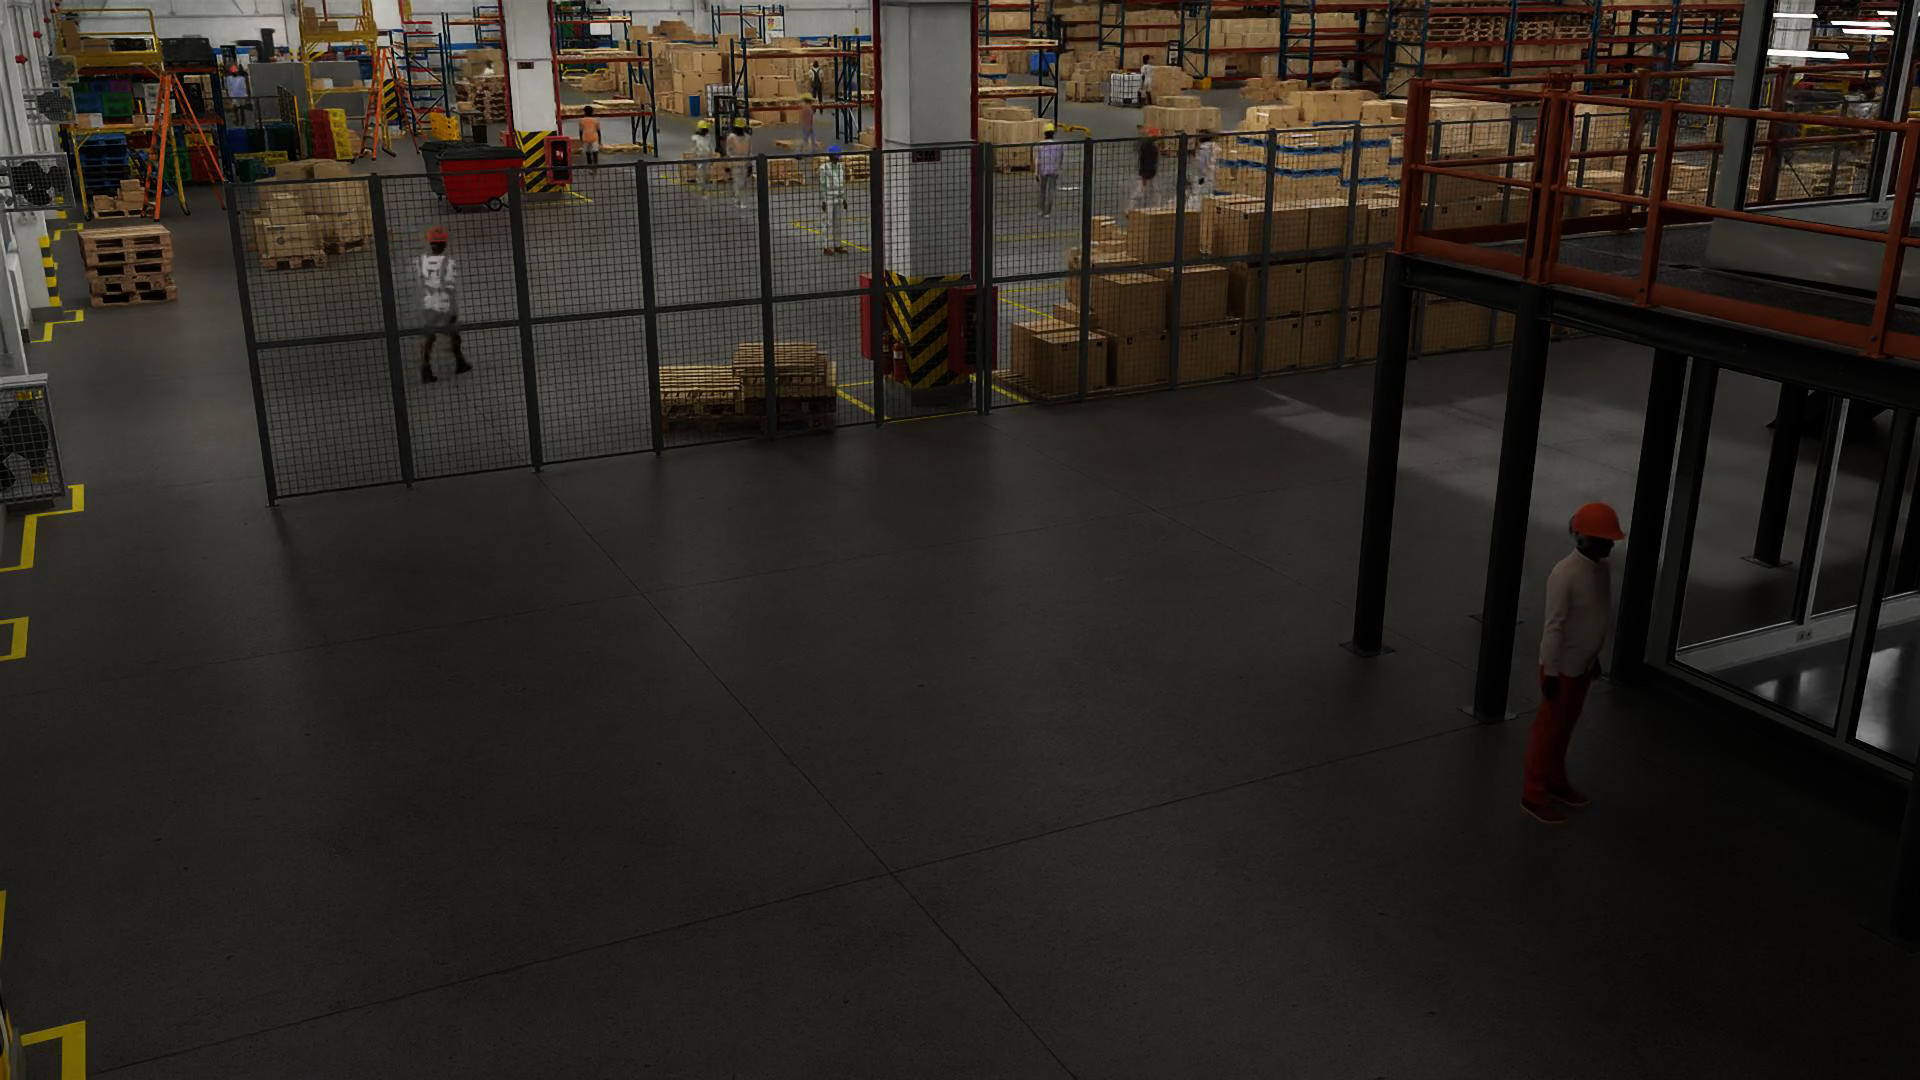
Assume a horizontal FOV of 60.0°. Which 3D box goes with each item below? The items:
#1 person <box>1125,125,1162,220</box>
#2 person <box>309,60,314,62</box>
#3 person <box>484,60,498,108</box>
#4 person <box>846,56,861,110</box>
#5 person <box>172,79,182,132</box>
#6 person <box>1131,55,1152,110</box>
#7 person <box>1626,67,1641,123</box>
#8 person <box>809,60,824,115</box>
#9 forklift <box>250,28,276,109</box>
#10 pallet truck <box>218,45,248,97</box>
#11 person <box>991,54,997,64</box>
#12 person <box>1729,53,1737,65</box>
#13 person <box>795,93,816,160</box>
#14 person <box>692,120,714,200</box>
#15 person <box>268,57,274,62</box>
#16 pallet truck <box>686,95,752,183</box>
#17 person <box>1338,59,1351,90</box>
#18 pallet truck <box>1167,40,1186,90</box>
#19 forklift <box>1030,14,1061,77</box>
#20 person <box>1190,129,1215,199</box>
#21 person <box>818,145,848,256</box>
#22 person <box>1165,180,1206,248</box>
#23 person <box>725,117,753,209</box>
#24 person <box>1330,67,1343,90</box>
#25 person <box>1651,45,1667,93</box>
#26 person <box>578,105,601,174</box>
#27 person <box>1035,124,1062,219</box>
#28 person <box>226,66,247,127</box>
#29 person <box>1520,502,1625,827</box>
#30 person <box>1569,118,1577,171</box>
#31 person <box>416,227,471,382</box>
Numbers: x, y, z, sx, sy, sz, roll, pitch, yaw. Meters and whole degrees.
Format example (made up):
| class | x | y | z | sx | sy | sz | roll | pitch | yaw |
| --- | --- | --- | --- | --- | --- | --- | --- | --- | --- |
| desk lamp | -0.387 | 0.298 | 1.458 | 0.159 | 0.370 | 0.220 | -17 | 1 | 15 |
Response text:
| class | x | y | z | sx | sy | sz | roll | pitch | yaw |
| --- | --- | --- | --- | --- | --- | --- | --- | --- | --- |
| person | 3.758 | -7.339 | 33.390 | 1.004 | 1.940 | 0.638 | 13 | 23 | 34 |
| person | -22.231 | -15.596 | 57.388 | 0.663 | 1.890 | 1.027 | 10 | 21 | 26 |
| person | -16.217 | -15.591 | 57.369 | 1.026 | 1.894 | 0.649 | 2 | 19 | 6 |
| person | -3.841 | -16.449 | 59.871 | 0.605 | 1.883 | 0.961 | -8 | 20 | -21 |
| person | -24.315 | -13.462 | 51.583 | 0.520 | 1.633 | 0.311 | 3 | 19 | 7 |
| person | 6.557 | -16.400 | 59.641 | 0.924 | 1.923 | 0.624 | 16 | 24 | 38 |
| person | 22.254 | -14.628 | 54.691 | 0.710 | 1.814 | 0.601 | -11 | 22 | -28 |
| person | -4.986 | -15.733 | 57.841 | 0.508 | 1.846 | 0.345 | -3 | 19 | -9 |
| forklift | -24.737 | -16.946 | 59.793 | 1.873 | 2.768 | 1.129 | -9 | 21 | -25 |
| pallet truck | -28.879 | -18.665 | 66.111 | 0.823 | 1.965 | 1.885 | -3 | 19 | -9 |
| person | 1.160 | -16.703 | 60.561 | 0.552 | 1.917 | 0.749 | -9 | 21 | -25 |
| person | 30.851 | -18.568 | 66.324 | 0.536 | 1.669 | 0.762 | -8 | 21 | -23 |
| person | -4.077 | -11.008 | 44.296 | 0.692 | 1.742 | 0.542 | -11 | 22 | -28 |
| person | -5.668 | -8.397 | 36.760 | 0.483 | 1.732 | 0.387 | -11 | 22 | -29 |
| person | -24.454 | -16.310 | 59.491 | 0.680 | 1.857 | 0.558 | -17 | 25 | -40 |
| pallet truck | -5.836 | -9.608 | 39.856 | 0.823 | 1.965 | 1.885 | 10 | 22 | 27 |
| person | 14.455 | -17.250 | 62.549 | 0.541 | 1.624 | 0.905 | -3 | 19 | -9 |
| pallet truck | 9.045 | -19.971 | 69.895 | 0.823 | 1.965 | 1.885 | -3 | 19 | -8 |
| forklift | 4.310 | -23.056 | 77.505 | 1.873 | 2.768 | 1.129 | -9 | 21 | -25 |
| person | 4.893 | -7.392 | 33.687 | 0.561 | 1.822 | 0.656 | 9 | 21 | 25 |
| person | -2.253 | -6.060 | 29.660 | 0.401 | 1.938 | 0.603 | 16 | 25 | 39 |
| person | 3.413 | -4.593 | 25.491 | 0.643 | 1.897 | 1.018 | -6 | 20 | -18 |
| person | -4.734 | -8.049 | 35.457 | 0.614 | 1.912 | 0.638 | -14 | 24 | -36 |
| person | 11.886 | -14.083 | 52.993 | 0.563 | 1.879 | 1.008 | -17 | 25 | -40 |
| person | 28.542 | -19.296 | 68.055 | 0.673 | 1.920 | 0.651 | 8 | 21 | 23 |
| person | -9.165 | -9.915 | 41.200 | 0.549 | 1.683 | 0.468 | -3 | 19 | -10 |
| person | 1.820 | -7.589 | 34.196 | 0.586 | 1.866 | 1.006 | 0 | 19 | 1 |
| person | -23.285 | -14.290 | 53.594 | 0.573 | 1.881 | 0.994 | -6 | 20 | -16 |
| person | 3.667 | 0.718 | 9.924 | 0.612 | 1.994 | 0.395 | -18 | 26 | -41 |
| person | 13.936 | -9.115 | 38.382 | 0.407 | 2.035 | 0.601 | -3 | 19 | -8 |
| person | -6.475 | -2.924 | 20.642 | 0.555 | 1.904 | 0.961 | 4 | 19 | 11 |
